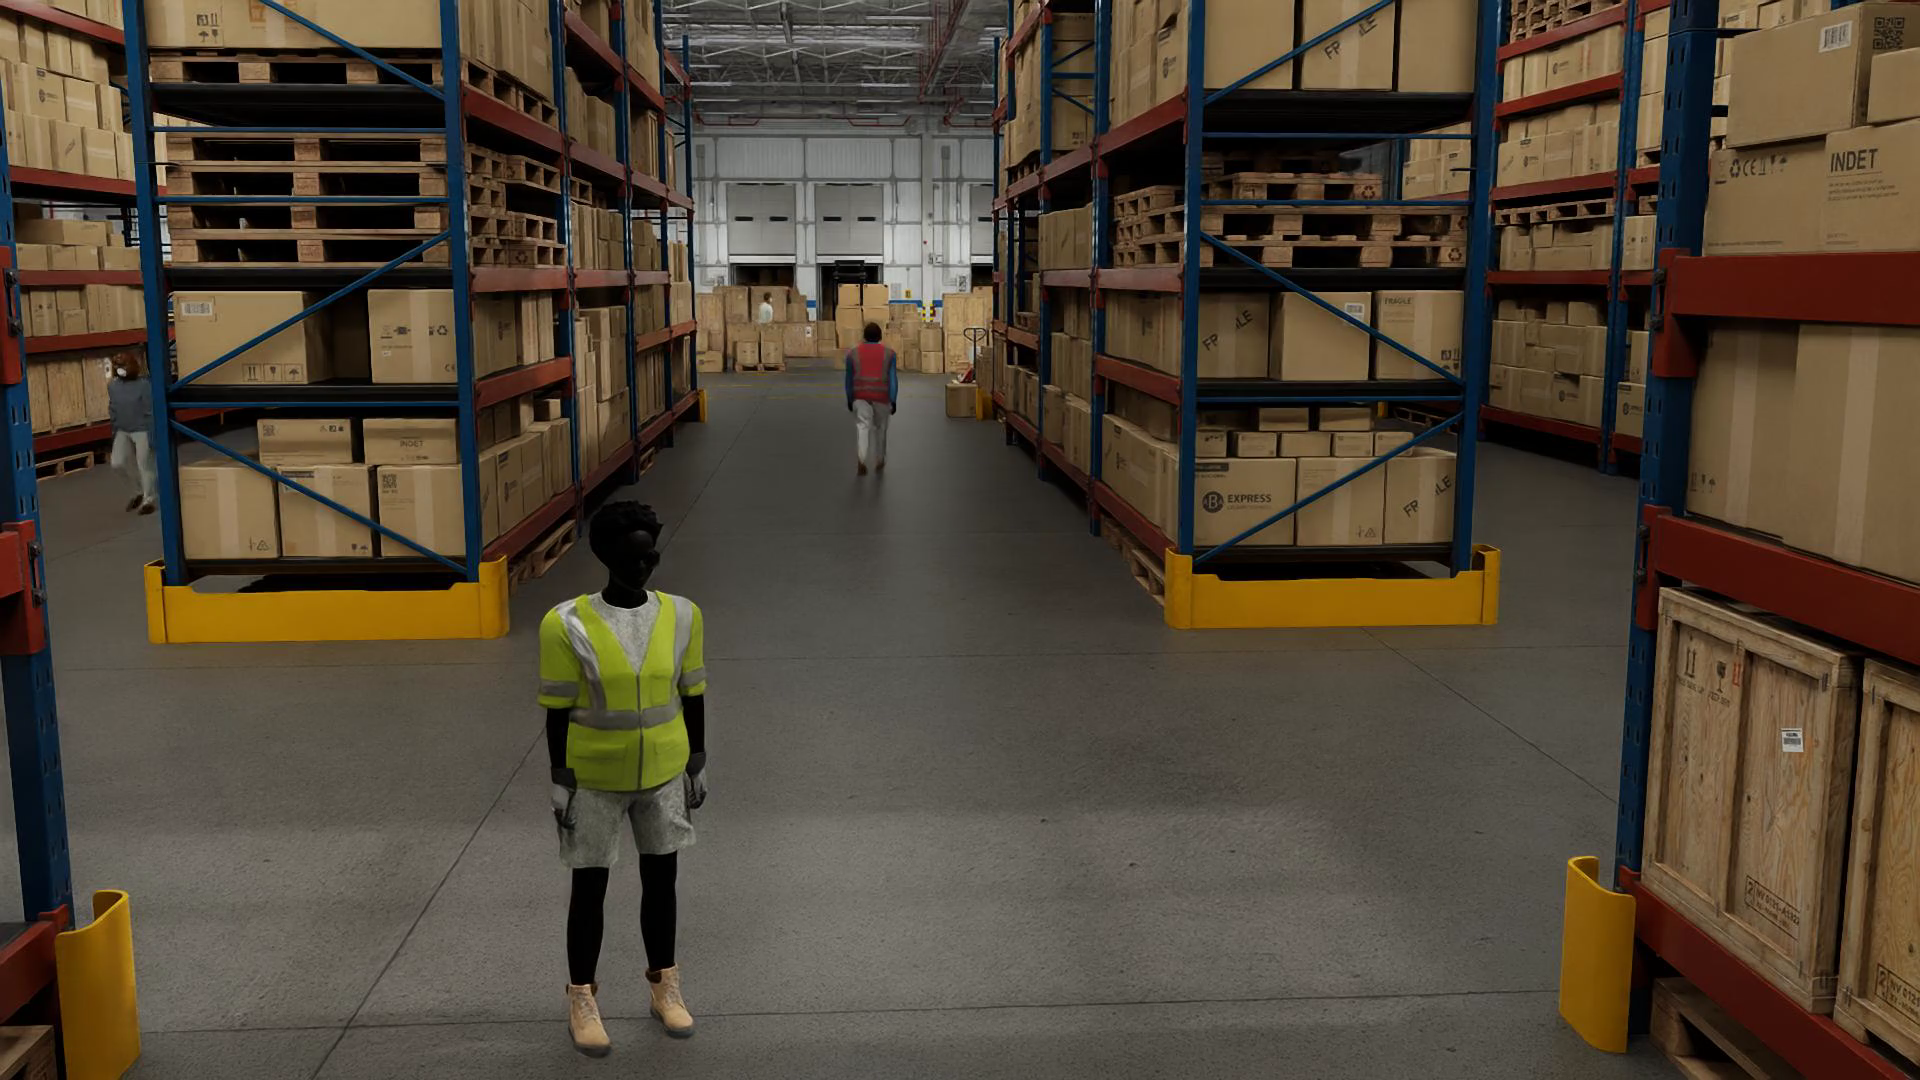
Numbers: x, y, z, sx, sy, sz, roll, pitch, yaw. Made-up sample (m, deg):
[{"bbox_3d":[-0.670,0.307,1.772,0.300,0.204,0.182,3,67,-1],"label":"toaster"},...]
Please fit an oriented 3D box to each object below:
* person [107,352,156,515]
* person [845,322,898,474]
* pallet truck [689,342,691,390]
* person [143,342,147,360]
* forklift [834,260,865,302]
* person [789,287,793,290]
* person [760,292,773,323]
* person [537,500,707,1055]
[{"bbox_3d":[-8.107,-1.038,16.300,0.528,1.610,0.388,2,9,10],"label":"person"},{"bbox_3d":[-1.064,-1.700,19.898,0.634,1.807,0.942,0,9,2],"label":"person"},{"bbox_3d":[-5.225,-3.008,27.480,1.885,1.965,0.823,2,9,14],"label":"pallet truck"},{"bbox_3d":[-21.921,-5.688,44.800,0.504,1.842,0.345,4,10,25],"label":"person"},{"bbox_3d":[-3.397,-7.252,51.369,1.129,2.768,1.873,-1,9,-4],"label":"forklift"},{"bbox_3d":[-5.979,-7.935,58.597,0.545,1.942,0.349,-4,10,-25],"label":"person"},{"bbox_3d":[-5.219,-5.678,44.499,0.716,1.917,0.636,1,9,5],"label":"person"},{"bbox_3d":[-1.016,0.713,5.086,0.535,1.694,0.319,-5,10,-30],"label":"person"}]
